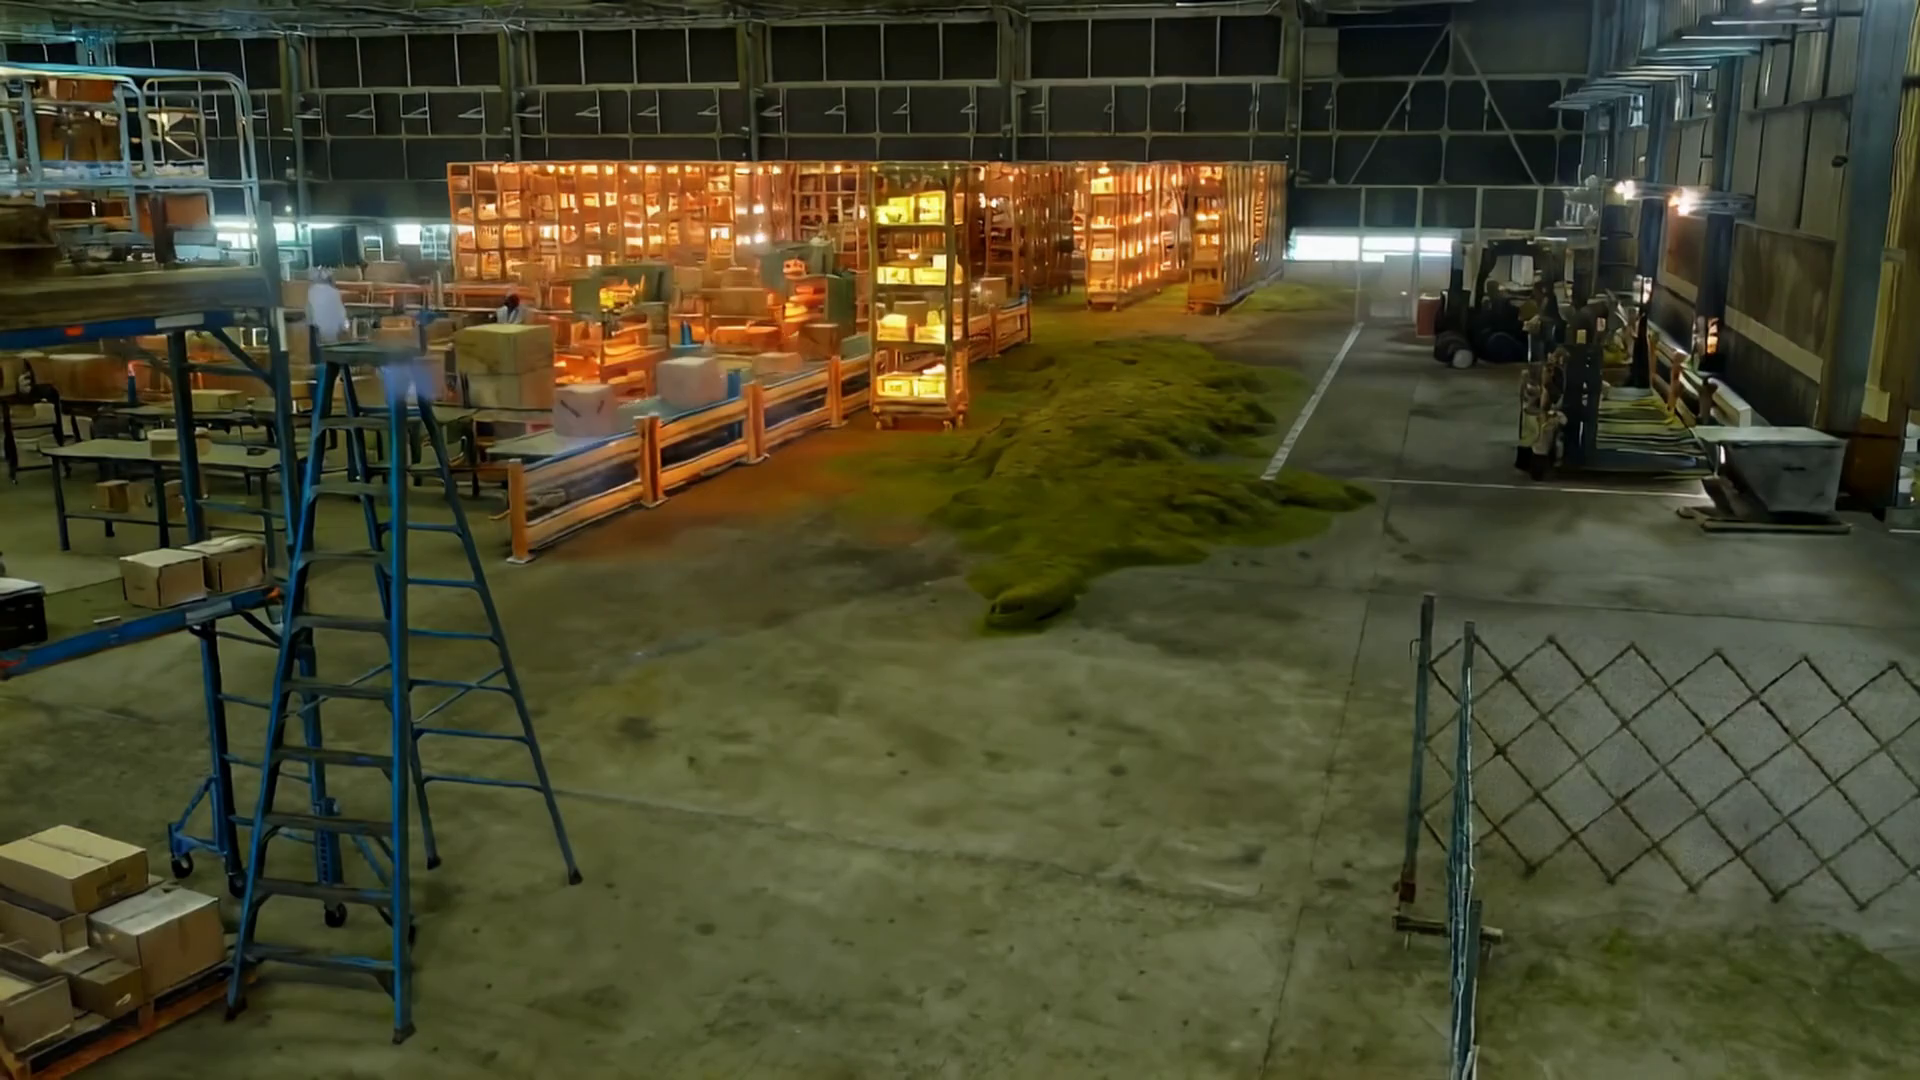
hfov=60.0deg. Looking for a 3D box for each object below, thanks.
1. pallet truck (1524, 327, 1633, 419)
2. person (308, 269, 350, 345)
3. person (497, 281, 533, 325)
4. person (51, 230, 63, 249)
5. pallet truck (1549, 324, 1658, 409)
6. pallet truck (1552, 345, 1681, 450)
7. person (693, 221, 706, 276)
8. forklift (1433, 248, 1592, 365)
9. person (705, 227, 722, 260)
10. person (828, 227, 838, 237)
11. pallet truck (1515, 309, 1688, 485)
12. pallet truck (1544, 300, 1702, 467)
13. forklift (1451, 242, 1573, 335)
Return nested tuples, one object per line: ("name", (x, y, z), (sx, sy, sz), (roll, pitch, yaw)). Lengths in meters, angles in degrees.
("pallet truck", (9.065, -2.460, 24.370), (1.522, 1.261, 0.704), (3, 13, 14))
("person", (-10.879, -3.712, 28.589), (0.656, 1.872, 0.956), (7, 15, 27))
("person", (-6.281, -2.634, 23.483), (0.614, 2.038, 0.395), (8, 15, 32))
("person", (-25.277, -7.789, 46.432), (0.885, 1.731, 0.517), (6, 14, 24))
("pallet truck", (9.824, -2.669, 25.407), (1.601, 1.201, 0.680), (4, 14, 16))
("pallet truck", (8.641, -1.896, 21.908), (1.630, 1.274, 0.653), (4, 14, 16))
("person", (-8.146, -9.064, 51.796), (0.898, 1.785, 0.621), (6, 14, 23))
("forklift", (9.780, -4.111, 29.280), (2.680, 1.987, 1.157), (3, 13, 14))
("person", (-7.374, -8.755, 50.022), (0.611, 1.995, 0.380), (0, 13, 1))
("person", (-4.211, -9.934, 55.475), (0.577, 1.828, 0.594), (3, 13, 11))
("pallet truck", (7.554, -1.677, 19.446), (1.885, 1.965, 0.823), (3, 13, 14))
("pallet truck", (8.263, -1.952, 20.631), (1.885, 1.965, 0.823), (5, 14, 20))
("forklift", (10.464, -4.597, 31.405), (2.680, 1.987, 1.157), (4, 14, 16))
